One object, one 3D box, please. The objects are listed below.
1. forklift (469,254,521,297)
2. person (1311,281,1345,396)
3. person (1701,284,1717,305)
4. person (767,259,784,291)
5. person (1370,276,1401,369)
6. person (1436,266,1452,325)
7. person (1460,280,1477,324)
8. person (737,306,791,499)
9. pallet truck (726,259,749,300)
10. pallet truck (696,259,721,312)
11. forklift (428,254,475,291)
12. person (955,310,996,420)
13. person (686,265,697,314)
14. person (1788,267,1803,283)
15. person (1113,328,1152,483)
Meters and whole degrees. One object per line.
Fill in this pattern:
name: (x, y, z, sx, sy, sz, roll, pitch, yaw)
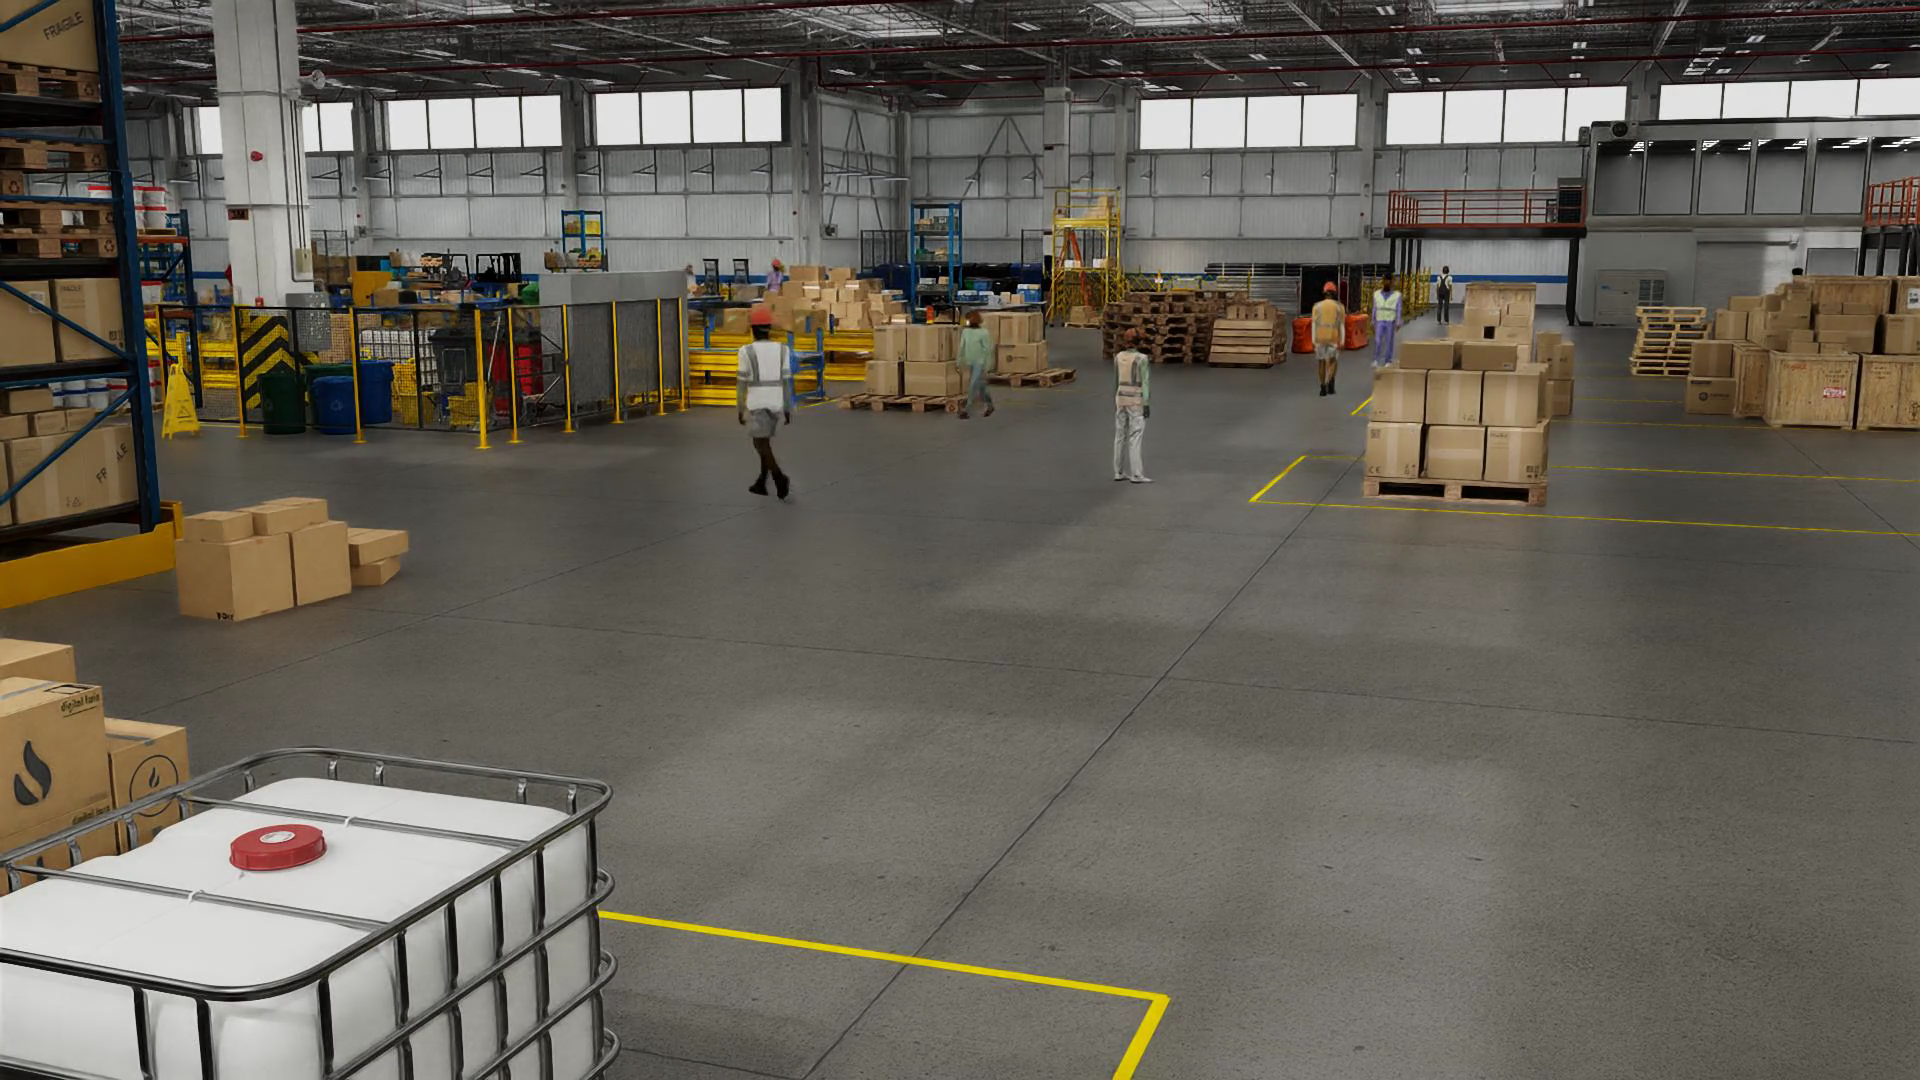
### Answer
forklift: (-17.990, -10.121, 64.684, 1.157, 1.987, 2.680, 3, 11, 17)
person: (6.107, -3.346, 27.651, 0.544, 1.914, 0.553, 2, 10, 12)
person: (23.494, -7.698, 52.143, 0.650, 1.904, 0.401, 0, 10, -2)
person: (-5.906, -7.982, 53.406, 0.628, 2.033, 0.448, -8, 13, -37)
person: (8.598, -4.392, 33.658, 0.618, 1.869, 0.996, 5, 11, 24)
person: (15.219, -7.683, 52.255, 0.517, 1.843, 0.326, 8, 13, 38)
person: (11.086, -4.734, 35.918, 0.530, 1.752, 0.554, 7, 12, 36)
person: (-1.894, -1.341, 16.405, 0.544, 1.910, 0.868, -6, 12, -32)
pallet truck: (-7.986, -9.493, 62.019, 0.823, 1.965, 1.885, 3, 11, 17)
pallet truck: (-9.165, -9.627, 62.776, 0.823, 1.965, 1.885, 4, 11, 23)
forklift: (-20.133, -10.254, 65.465, 1.157, 1.987, 2.680, 3, 11, 19)
person: (0.251, -2.539, 24.050, 0.491, 1.576, 0.914, 9, 14, 43)
person: (-8.615, -7.878, 53.312, 1.014, 1.852, 0.670, 6, 12, 29)
person: (20.038, -5.569, 40.006, 0.374, 1.966, 0.608, 0, 10, -1)
person: (1.811, -1.418, 17.562, 0.315, 1.636, 0.515, -8, 13, -36)
